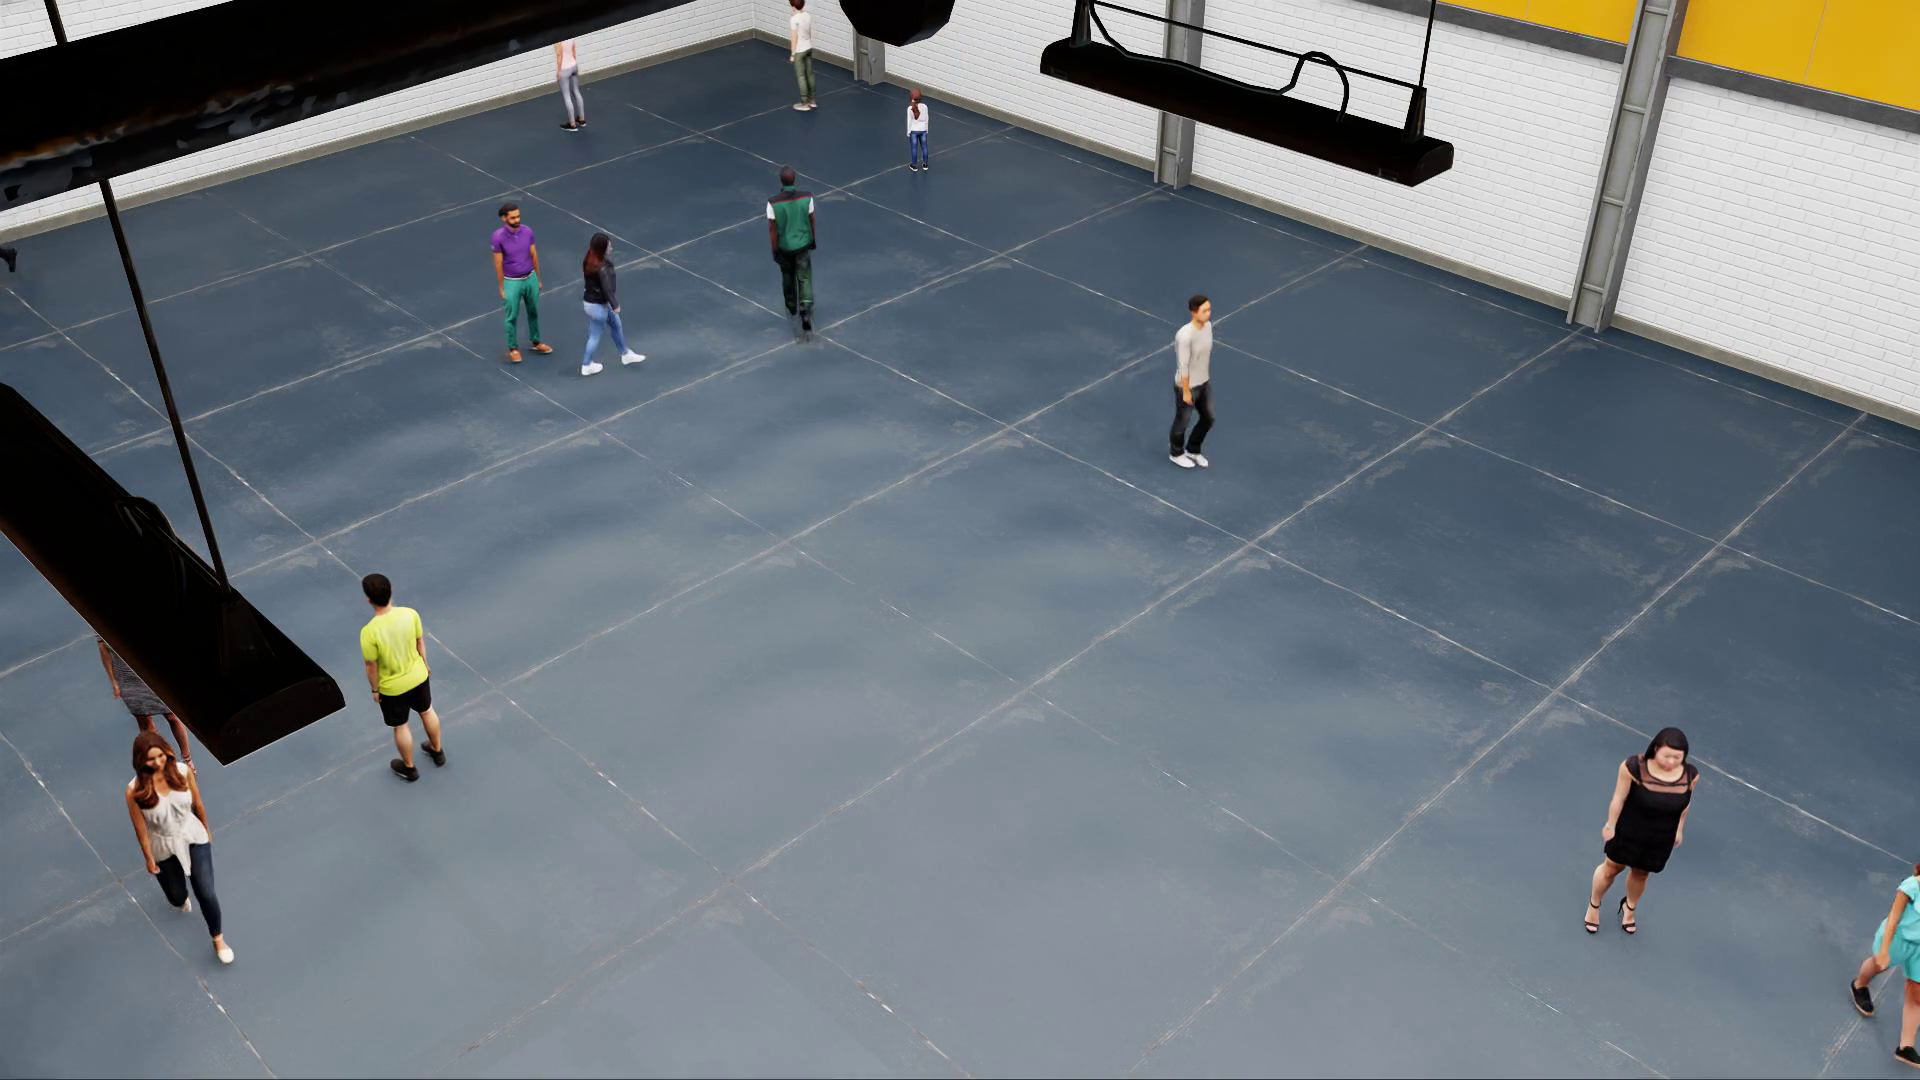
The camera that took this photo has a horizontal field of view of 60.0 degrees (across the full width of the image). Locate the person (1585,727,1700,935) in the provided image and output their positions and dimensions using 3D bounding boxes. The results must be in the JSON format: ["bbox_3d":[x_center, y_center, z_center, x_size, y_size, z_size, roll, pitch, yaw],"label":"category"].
[{"bbox_3d":[4.382,1.869,10.701,0.742,1.718,0.822,4,34,6],"label":"person"}]

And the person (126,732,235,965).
[{"bbox_3d":[-5.016,1.912,10.595,0.632,1.765,0.946,-25,41,-33],"label":"person"}]

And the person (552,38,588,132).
[{"bbox_3d":[-5.568,-6.684,23.563,0.579,1.725,0.602,18,38,25],"label":"person"}]

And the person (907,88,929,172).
[{"bbox_3d":[-0.568,-5.545,22.402,0.519,1.113,0.557,-10,35,-15],"label":"person"}]

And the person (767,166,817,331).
[{"bbox_3d":[-1.791,-3.164,18.194,1.108,1.806,1.262,-5,34,-8],"label":"person"}]

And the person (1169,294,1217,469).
[{"bbox_3d":[2.113,-1.505,15.707,0.660,1.798,0.637,-27,42,-35],"label":"person"}]

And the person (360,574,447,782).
[{"bbox_3d":[-4.041,0.980,12.049,0.604,1.706,0.519,-28,42,-35],"label":"person"}]

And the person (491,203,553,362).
[{"bbox_3d":[-4.680,-2.746,17.607,0.656,1.761,0.615,-22,39,-29],"label":"person"}]

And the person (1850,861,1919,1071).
[{"bbox_3d":[5.731,2.380,10.114,0.998,1.518,1.033,1,34,2],"label":"person"}]

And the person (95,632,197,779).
[{"bbox_3d":[-5.839,1.003,11.911,0.672,1.822,0.713,-3,34,-4],"label":"person"}]

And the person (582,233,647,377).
[{"bbox_3d":[-3.812,-2.453,17.309,0.989,1.601,0.995,-15,37,-22],"label":"person"}]

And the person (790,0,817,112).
[{"bbox_3d":[-2.308,-7.134,24.305,0.577,1.653,0.616,22,39,29],"label":"person"}]
